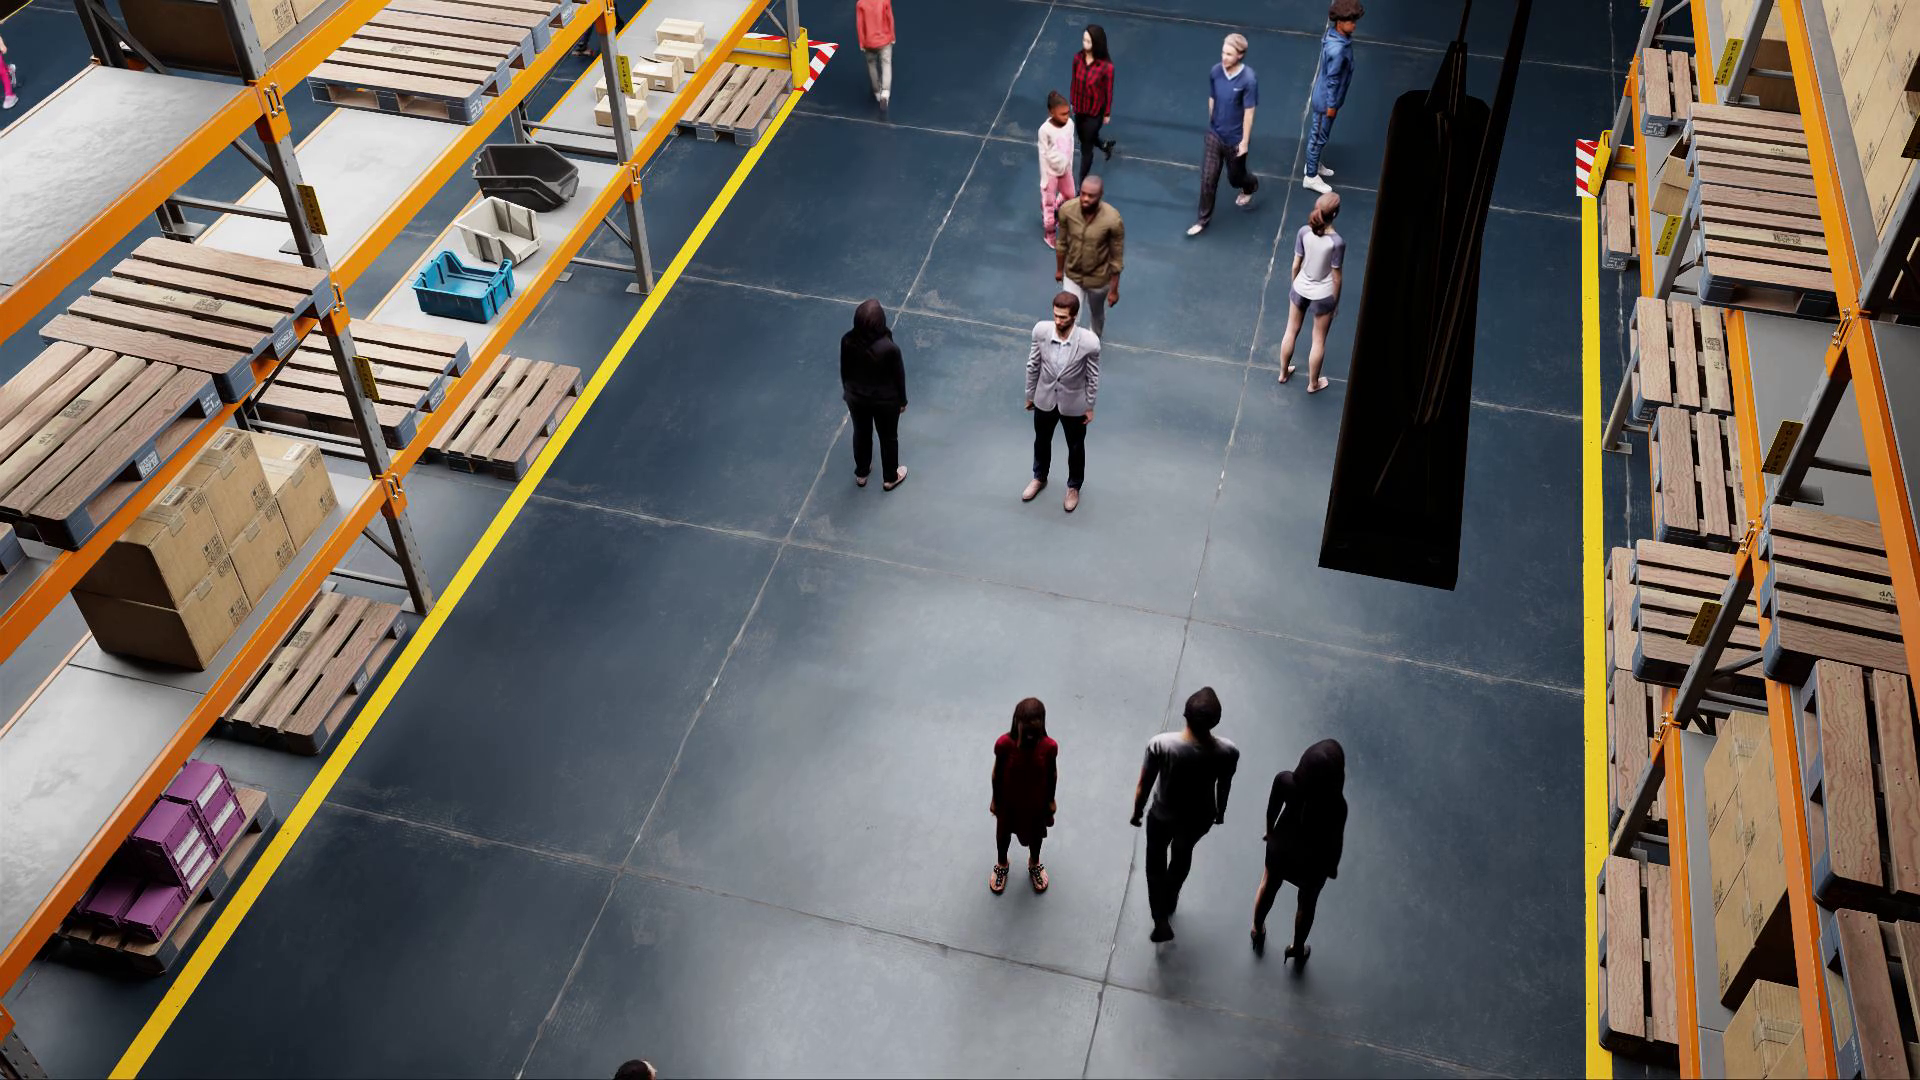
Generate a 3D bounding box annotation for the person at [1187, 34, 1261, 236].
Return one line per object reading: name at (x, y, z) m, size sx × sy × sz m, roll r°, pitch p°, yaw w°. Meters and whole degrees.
person at (2.416, -3.602, 14.700) m, size 0.960 × 1.839 × 1.198 m, roll 32°, pitch 52°, yaw 29°

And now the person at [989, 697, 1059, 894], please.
person at (0.368, 1.456, 9.599) m, size 0.620 × 1.550 × 0.678 m, roll -1°, pitch 44°, yaw -1°

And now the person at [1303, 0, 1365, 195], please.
person at (3.381, -4.089, 15.237) m, size 0.718 × 1.803 × 0.474 m, roll 11°, pitch 45°, yaw 11°

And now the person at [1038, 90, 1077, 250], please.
person at (0.813, -3.303, 14.670) m, size 0.724 × 1.447 × 0.783 m, roll -23°, pitch 48°, yaw -23°

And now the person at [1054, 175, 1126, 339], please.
person at (1.045, -2.125, 13.189) m, size 0.806 × 1.784 × 1.135 m, roll 13°, pitch 45°, yaw 14°

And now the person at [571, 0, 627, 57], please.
person at (-3.825, -5.751, 17.152) m, size 1.123 × 1.568 × 1.081 m, roll -20°, pitch 47°, yaw -20°

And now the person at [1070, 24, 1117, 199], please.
person at (1.238, -3.971, 15.234) m, size 0.823 × 1.637 × 1.037 m, roll 28°, pitch 50°, yaw 26°

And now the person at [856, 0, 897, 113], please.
person at (-0.808, -4.904, 16.381) m, size 0.712 × 1.404 × 0.877 m, roll -5°, pitch 44°, yaw -5°

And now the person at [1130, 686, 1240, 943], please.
person at (1.237, 1.588, 9.248) m, size 0.798 × 1.844 × 0.961 m, roll 4°, pitch 44°, yaw 4°

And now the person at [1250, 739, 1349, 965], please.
person at (1.856, 1.724, 9.134) m, size 0.656 × 1.805 × 0.603 m, roll 26°, pitch 49°, yaw 25°

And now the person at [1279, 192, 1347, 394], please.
person at (2.763, -1.936, 13.002) m, size 0.660 × 1.767 × 0.671 m, roll 27°, pitch 50°, yaw 26°

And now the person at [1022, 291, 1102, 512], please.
person at (0.738, -1.021, 11.982) m, size 0.703 × 1.850 × 0.591 m, roll 15°, pitch 46°, yaw 16°

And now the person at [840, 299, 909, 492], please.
person at (-0.637, -1.054, 12.187) m, size 0.654 × 1.615 × 0.619 m, roll 12°, pitch 45°, yaw 13°
